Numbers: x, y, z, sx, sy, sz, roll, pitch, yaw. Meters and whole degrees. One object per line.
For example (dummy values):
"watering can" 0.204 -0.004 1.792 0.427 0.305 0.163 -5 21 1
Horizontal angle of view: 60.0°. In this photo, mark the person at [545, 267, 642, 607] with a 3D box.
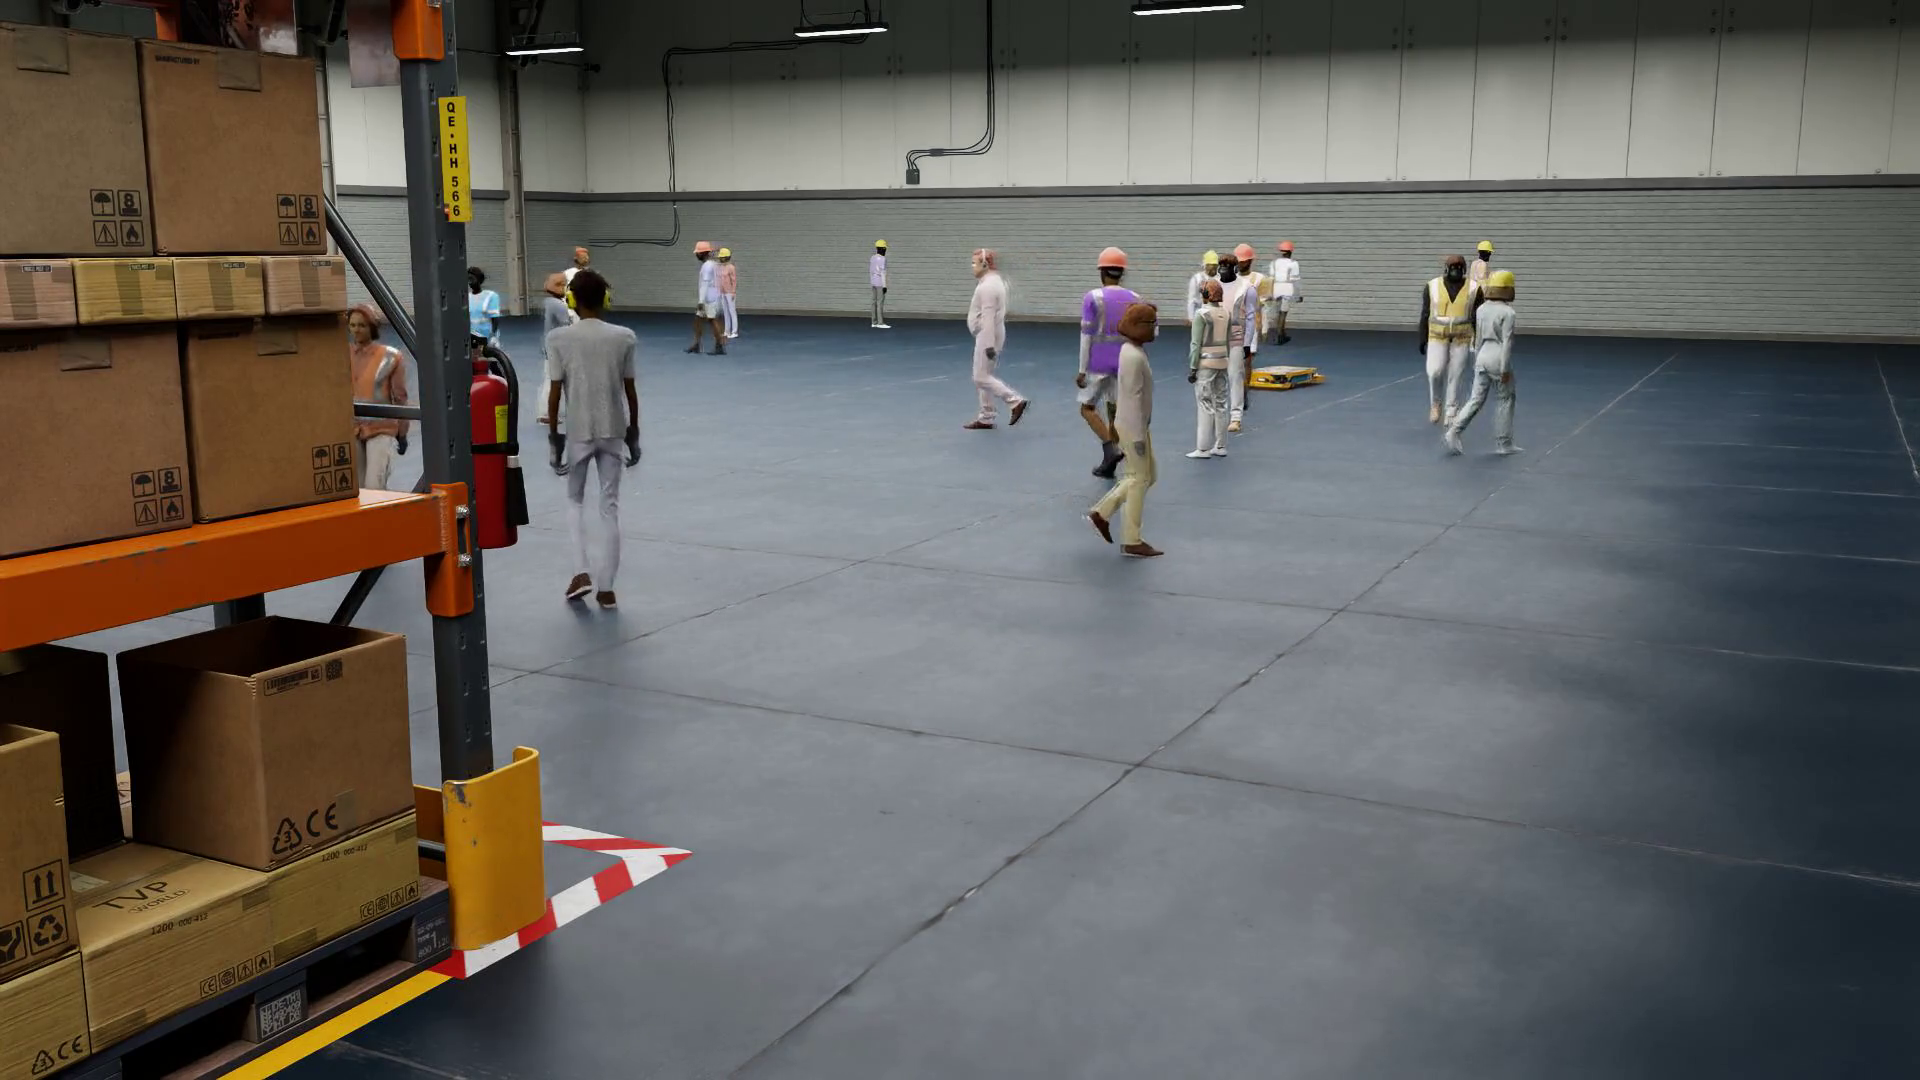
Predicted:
"person" -1.998 -0.558 9.124 0.511 1.853 0.494 -3 11 -17

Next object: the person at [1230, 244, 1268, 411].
"person" 3.264 -2.469 19.332 0.586 1.917 0.519 5 12 27

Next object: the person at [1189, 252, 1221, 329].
"person" 3.593 -3.201 23.704 0.600 1.784 0.926 -3 11 -17

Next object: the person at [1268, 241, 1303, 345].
"person" 6.064 -4.573 30.866 0.562 1.897 0.930 9 13 39

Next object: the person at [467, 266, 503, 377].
"person" -5.637 -2.396 19.637 0.534 1.665 0.780 2 11 8

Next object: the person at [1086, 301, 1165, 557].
"person" 1.075 -0.693 10.467 0.419 1.616 0.515 1 10 5

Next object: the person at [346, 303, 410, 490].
"person" -3.681 -0.675 10.392 0.515 1.614 0.688 0 10 1

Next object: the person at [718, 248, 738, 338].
"person" -4.597 -4.864 32.823 0.328 1.765 0.527 -8 13 -37

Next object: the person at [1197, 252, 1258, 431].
"person" 2.752 -2.051 17.267 0.626 1.846 0.429 6 12 31

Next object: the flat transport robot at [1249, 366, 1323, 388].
"flat transport robot" 4.304 -2.193 22.332 0.652 0.197 1.431 7 12 33

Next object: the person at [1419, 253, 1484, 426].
"person" 5.206 -2.112 17.640 0.656 1.828 0.452 3 11 15

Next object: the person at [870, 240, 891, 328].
"person" -1.757 -5.590 36.347 0.383 1.923 0.589 -6 12 -28

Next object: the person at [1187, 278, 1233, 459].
"person" 2.282 -1.554 15.132 0.510 1.634 0.311 -10 14 -43

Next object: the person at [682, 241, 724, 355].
"person" -4.391 -4.071 28.096 0.836 1.904 0.583 -2 11 -8

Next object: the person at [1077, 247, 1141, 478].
"person" 1.252 -1.442 13.727 0.563 1.925 0.527 -5 11 -24

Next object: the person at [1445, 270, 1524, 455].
"person" 4.872 -1.630 15.326 0.798 1.714 0.497 -5 12 -26

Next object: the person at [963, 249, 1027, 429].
"person" 0.355 -2.069 17.254 0.589 1.890 0.655 1 10 7

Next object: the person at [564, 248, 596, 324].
"person" -5.371 -3.252 23.838 0.586 1.828 1.007 -8 13 -36

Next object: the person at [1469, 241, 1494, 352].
"person" 9.011 -4.209 28.814 0.380 1.922 0.591 0 10 2

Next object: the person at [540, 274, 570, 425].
"person" -4.209 -2.039 17.824 0.729 1.602 0.535 -5 12 -27
